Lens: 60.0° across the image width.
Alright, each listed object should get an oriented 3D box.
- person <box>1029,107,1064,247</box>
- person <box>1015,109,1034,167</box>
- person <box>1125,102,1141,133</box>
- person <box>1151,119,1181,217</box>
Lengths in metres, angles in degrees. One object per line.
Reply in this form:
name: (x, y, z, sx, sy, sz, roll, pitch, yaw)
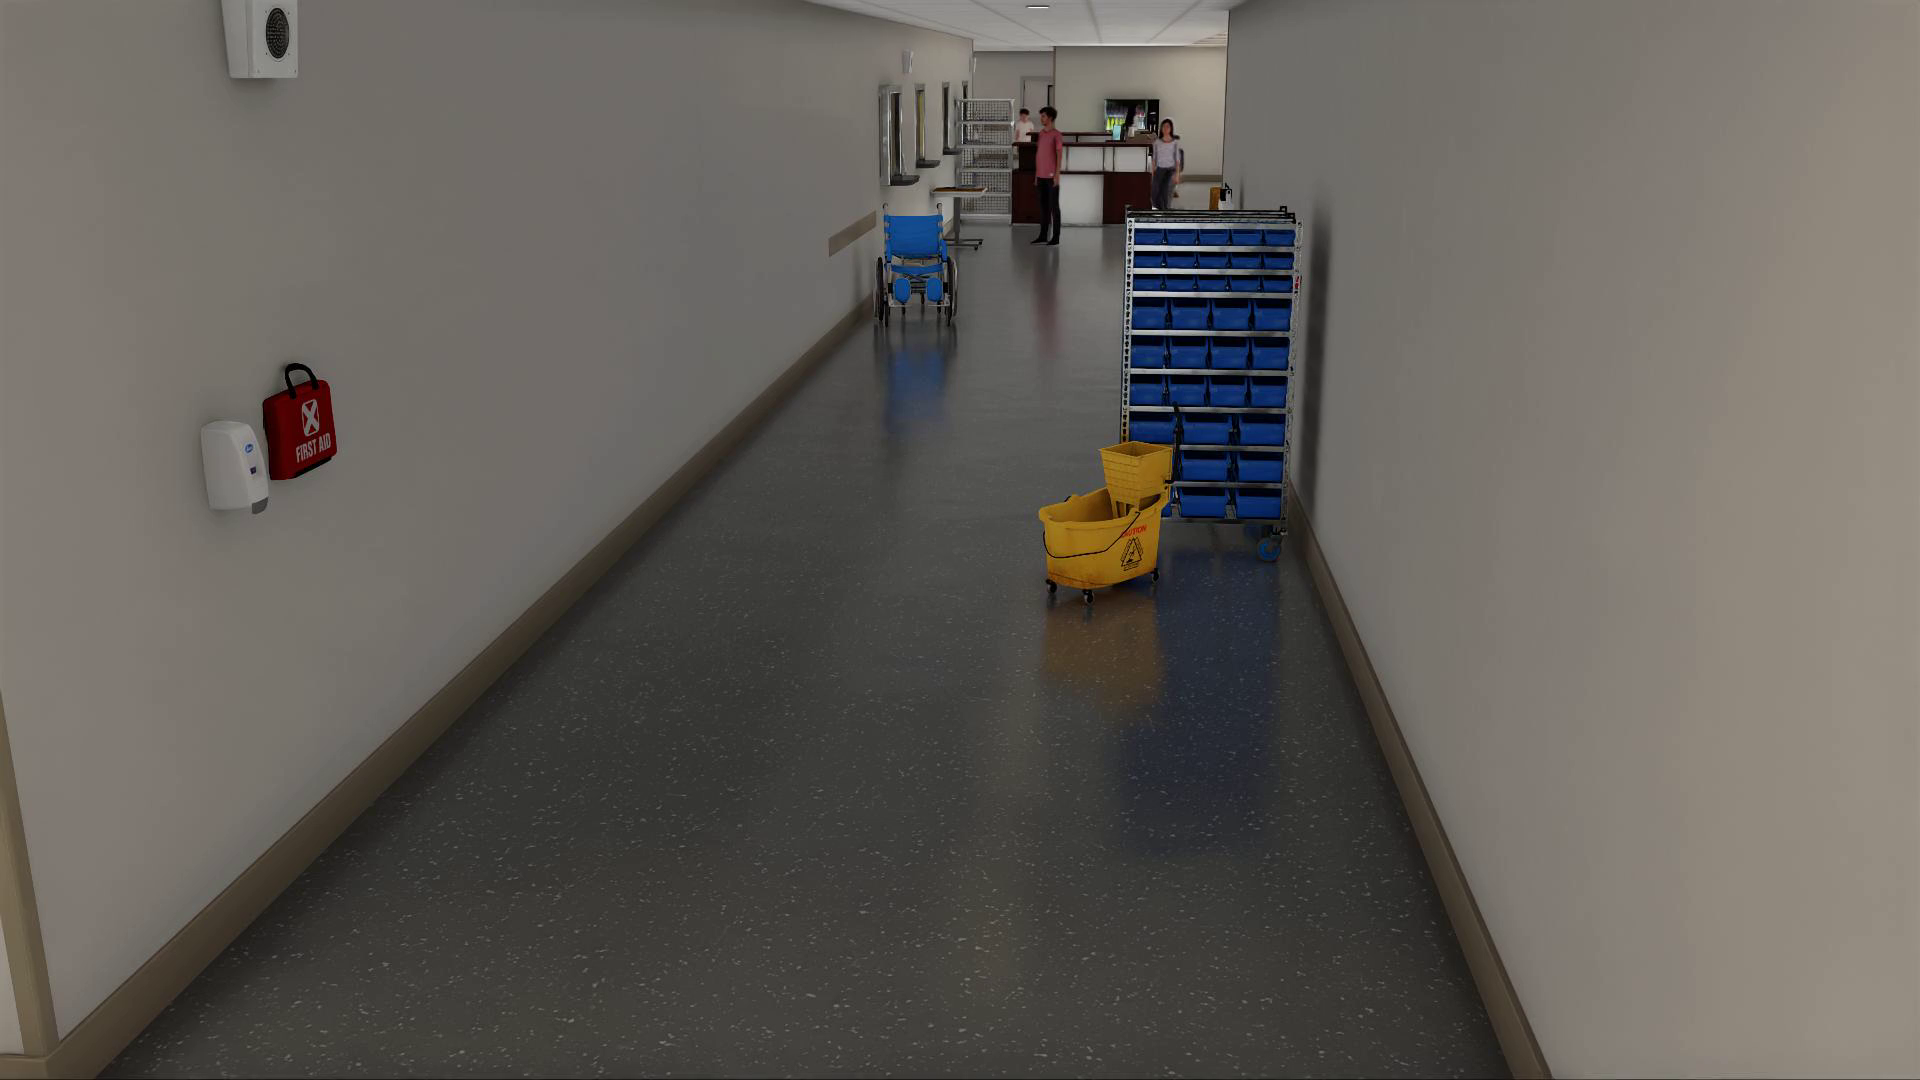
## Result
person: (1.289, -5.232, 23.932, 0.769, 1.958, 0.704, -13, 20, -39)
person: (1.432, -8.697, 36.814, 0.841, 1.637, 0.629, 2, 16, 6)
person: (3.658, -8.577, 36.090, 0.787, 1.800, 0.744, -10, 18, -31)
person: (3.217, -5.670, 25.916, 0.712, 1.725, 0.732, 4, 16, 15)
